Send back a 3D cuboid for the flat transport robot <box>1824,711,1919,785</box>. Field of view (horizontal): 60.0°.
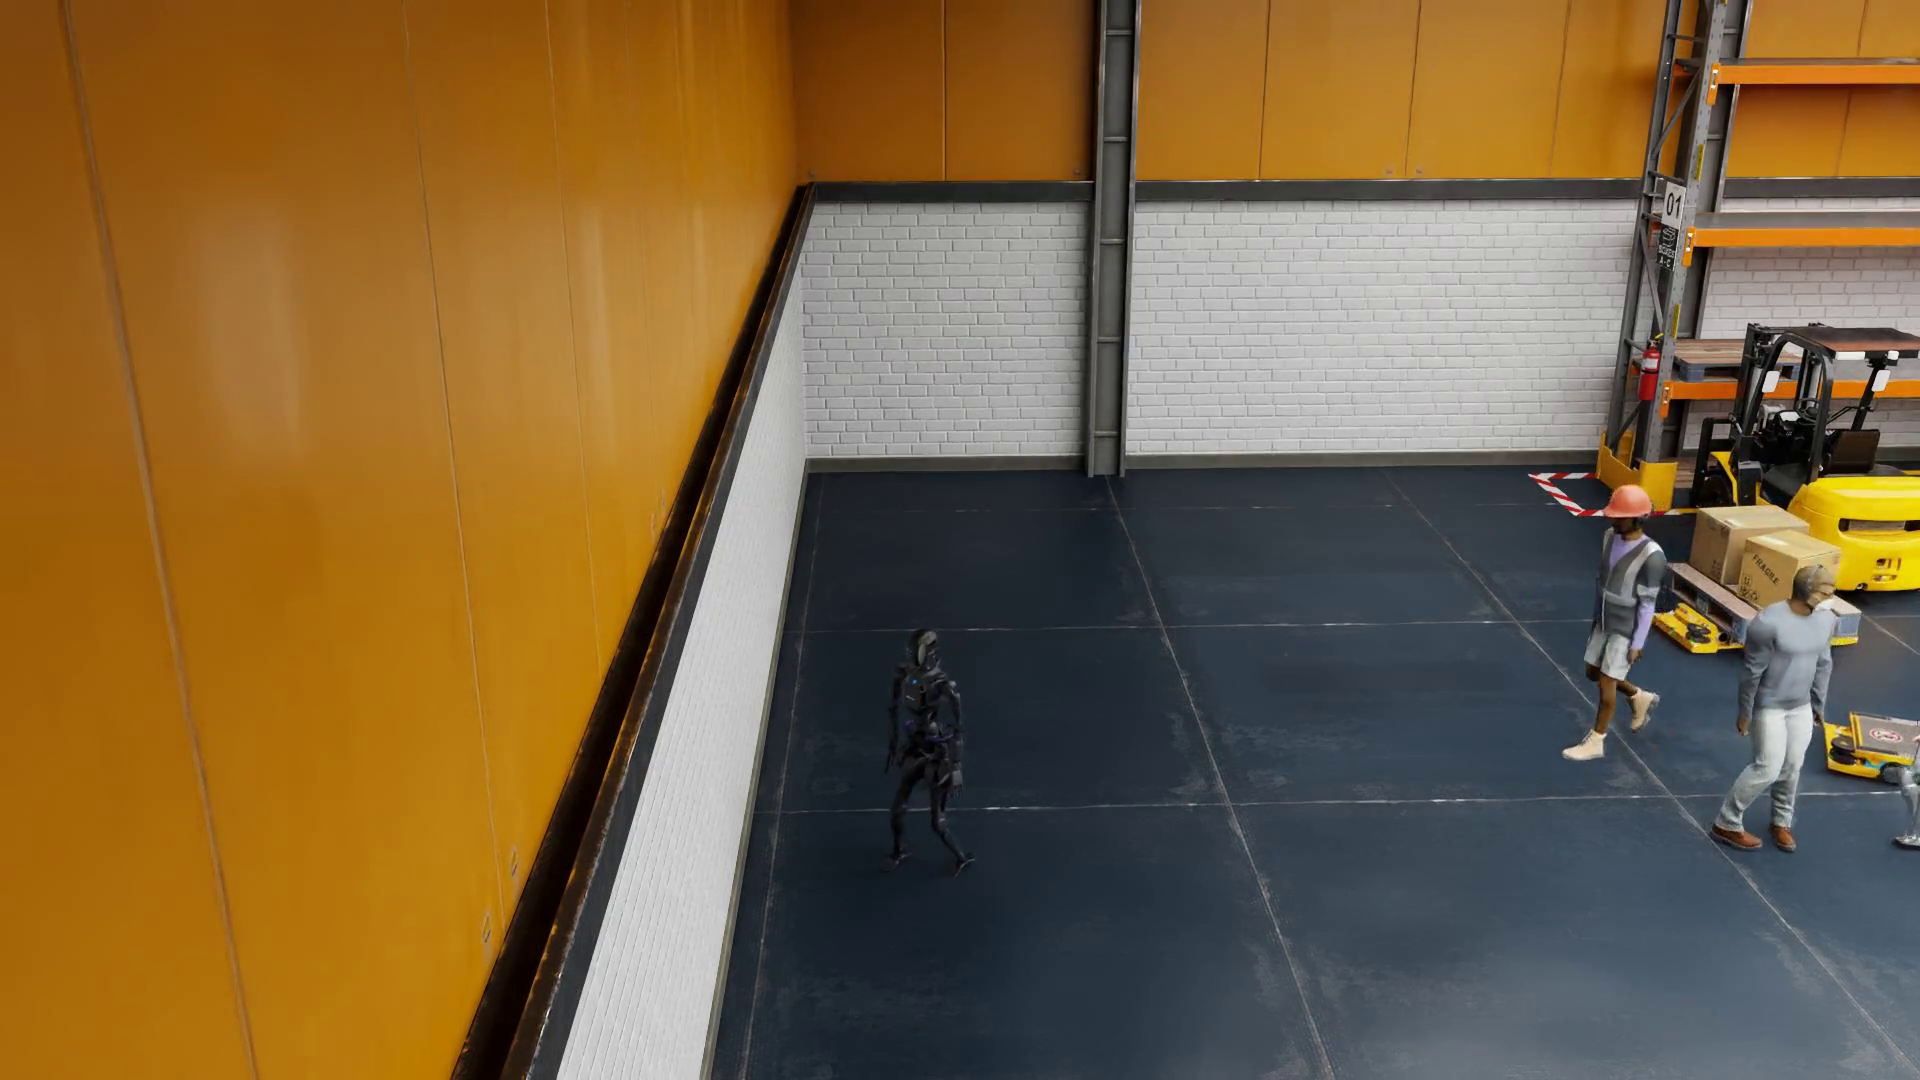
[{"bbox_3d":[6.773,1.509,11.461,1.431,0.231,0.659,9,22,22],"label":"flat transport robot"}]

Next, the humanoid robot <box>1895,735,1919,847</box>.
[{"bbox_3d":[6.148,1.174,10.229,0.846,1.744,0.559,4,21,11],"label":"humanoid robot"}]

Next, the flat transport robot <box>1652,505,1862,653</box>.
[{"bbox_3d":[6.533,0.686,13.691,1.431,0.231,0.659,-3,20,-7],"label":"flat transport robot"}]

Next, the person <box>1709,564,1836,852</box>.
[{"bbox_3d":[5.120,1.045,10.350,0.648,1.915,0.421,-7,22,-19],"label":"person"}]

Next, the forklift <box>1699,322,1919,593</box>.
[{"bbox_3d":[7.809,-0.792,14.926,1.214,2.155,2.313,-1,20,-2],"label":"forklift"}]

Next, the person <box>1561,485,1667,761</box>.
[{"bbox_3d":[4.624,0.568,11.503,0.729,2.021,0.610,-5,21,-14],"label":"person"}]

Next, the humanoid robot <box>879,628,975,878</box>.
[{"bbox_3d":[-0.189,1.282,10.075,0.609,1.643,0.416,14,25,34],"label":"humanoid robot"}]
